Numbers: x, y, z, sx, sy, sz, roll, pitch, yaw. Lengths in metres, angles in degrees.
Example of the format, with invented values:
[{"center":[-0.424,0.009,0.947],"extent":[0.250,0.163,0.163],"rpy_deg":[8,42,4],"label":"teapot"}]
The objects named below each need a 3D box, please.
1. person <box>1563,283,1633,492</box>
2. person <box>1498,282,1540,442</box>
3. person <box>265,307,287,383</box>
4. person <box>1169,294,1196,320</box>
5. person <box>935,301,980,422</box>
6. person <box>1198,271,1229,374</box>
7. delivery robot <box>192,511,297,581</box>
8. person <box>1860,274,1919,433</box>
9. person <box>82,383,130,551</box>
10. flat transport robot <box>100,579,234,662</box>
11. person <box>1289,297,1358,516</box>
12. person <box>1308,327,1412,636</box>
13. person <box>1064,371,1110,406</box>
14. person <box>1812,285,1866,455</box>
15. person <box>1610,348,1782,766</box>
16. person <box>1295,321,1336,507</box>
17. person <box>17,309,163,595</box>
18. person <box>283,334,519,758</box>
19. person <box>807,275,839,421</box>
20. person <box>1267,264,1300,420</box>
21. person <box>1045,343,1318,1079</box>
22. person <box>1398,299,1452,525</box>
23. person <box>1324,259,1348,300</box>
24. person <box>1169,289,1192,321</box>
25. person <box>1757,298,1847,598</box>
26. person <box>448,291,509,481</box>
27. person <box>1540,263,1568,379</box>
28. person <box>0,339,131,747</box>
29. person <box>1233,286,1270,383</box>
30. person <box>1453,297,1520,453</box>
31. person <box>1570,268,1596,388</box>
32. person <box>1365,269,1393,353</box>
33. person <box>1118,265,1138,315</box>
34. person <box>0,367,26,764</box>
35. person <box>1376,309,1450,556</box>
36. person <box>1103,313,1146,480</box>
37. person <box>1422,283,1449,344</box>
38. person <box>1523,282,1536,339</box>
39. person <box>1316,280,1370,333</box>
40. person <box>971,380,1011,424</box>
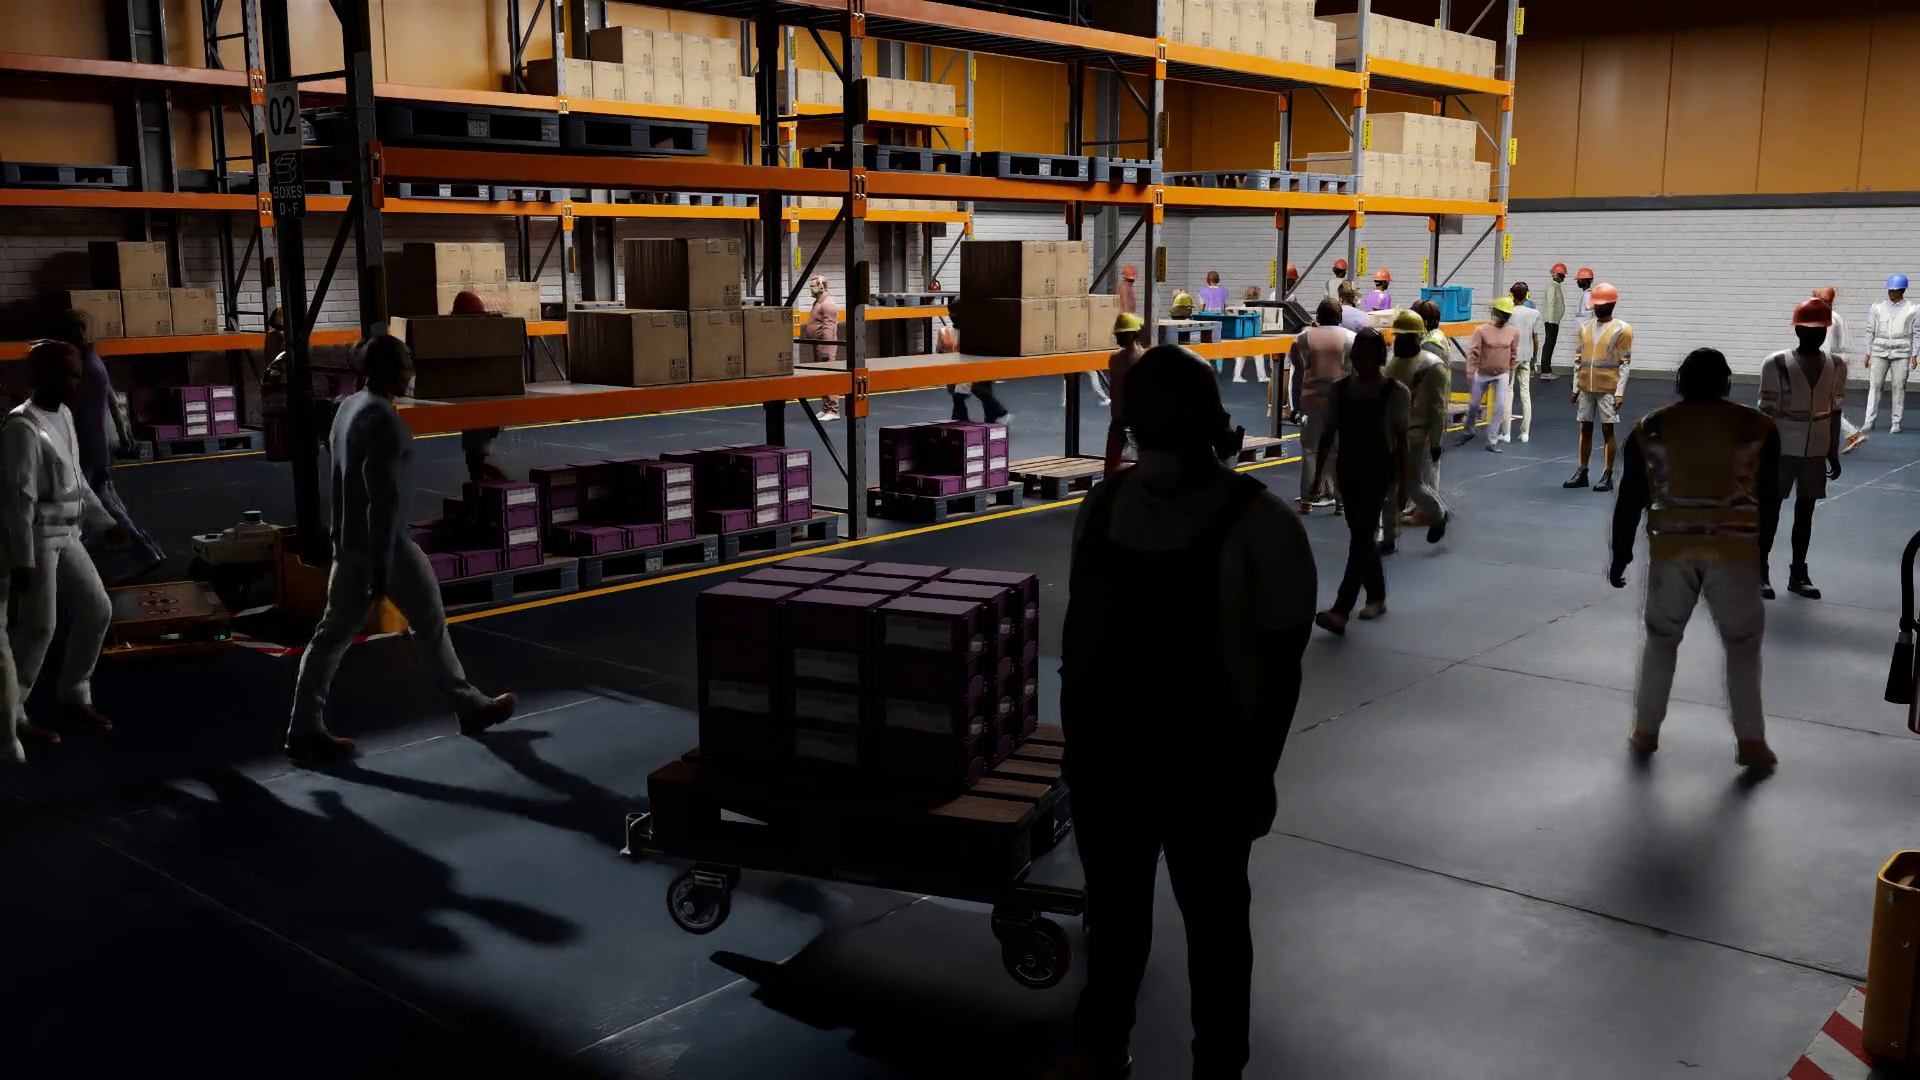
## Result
[{"center":[5.945,-1.419,15.486],"extent":[0.358,1.937,0.544],"rpy_deg":[-8,13,-39],"label":"person"},{"center":[6.475,-2.067,19.381],"extent":[0.514,1.865,0.329],"rpy_deg":[0,10,-3],"label":"person"},{"center":[-7.277,-1.690,17.913],"extent":[0.496,1.629,0.277],"rpy_deg":[7,12,34],"label":"person"},{"center":[2.505,-1.920,18.901],"extent":[0.314,1.739,0.485],"rpy_deg":[-7,12,-33],"label":"person"},{"center":[-0.037,-1.960,19.378],"extent":[0.545,1.646,0.891],"rpy_deg":[5,11,26],"label":"person"},{"center":[4.511,-3.863,29.665],"extent":[0.572,1.841,0.373],"rpy_deg":[-2,10,-12],"label":"person"},{"center":[-4.556,0.055,10.757],"extent":[0.707,0.478,0.477],"rpy_deg":[-8,13,-37],"label":"delivery robot"},{"center":[11.385,-2.273,20.324],"extent":[0.607,1.943,0.403],"rpy_deg":[8,13,38],"label":"person"},{"center":[-6.399,-0.688,12.258],"extent":[0.530,1.593,0.571],"rpy_deg":[0,10,-1],"label":"person"},{"center":[-4.656,0.439,9.642],"extent":[0.652,0.197,1.431],"rpy_deg":[-6,11,-29],"label":"flat transport robot"},{"center":[3.102,-1.123,14.076],"extent":[0.633,1.839,0.429],"rpy_deg":[3,10,15],"label":"person"},{"center":[2.364,-0.353,9.838],"extent":[0.516,1.789,1.005],"rpy_deg":[9,13,41],"label":"person"},{"center":[1.855,-2.677,23.594],"extent":[0.819,1.592,0.519],"rpy_deg":[-1,10,-3],"label":"person"},{"center":[9.288,-1.769,17.669],"extent":[0.564,1.865,0.620],"rpy_deg":[7,12,36],"label":"person"},{"center":[3.262,0.081,7.290],"extent":[0.781,1.820,0.531],"rpy_deg":[6,11,29],"label":"person"},{"center":[3.175,-1.113,14.587],"extent":[0.306,1.639,0.523],"rpy_deg":[-3,10,-15],"label":"person"},{"center":[-5.811,-0.596,11.039],"extent":[0.886,1.879,0.655],"rpy_deg":[-6,12,-30],"label":"person"},{"center":[-2.591,0.025,7.461],"extent":[1.070,1.880,0.617],"rpy_deg":[-9,14,-43],"label":"person"},{"center":[-1.816,-2.515,21.848],"extent":[0.400,1.900,0.646],"rpy_deg":[-3,10,-17],"label":"person"},{"center":[4.275,-2.595,21.875],"extent":[0.373,2.043,0.614],"rpy_deg":[-4,11,-22],"label":"person"},{"center":[0.504,0.510,4.201],"extent":[0.678,2.000,0.537],"rpy_deg":[7,12,36],"label":"person"},{"center":[3.785,-1.041,13.609],"extent":[0.429,1.839,0.634],"rpy_deg":[2,10,13],"label":"person"},{"center":[6.966,-4.122,30.555],"extent":[0.364,2.048,0.608],"rpy_deg":[-9,13,-41],"label":"person"},{"center":[3.282,-2.919,24.860],"extent":[0.308,1.645,0.514],"rpy_deg":[9,13,40],"label":"person"},{"center":[5.417,-0.585,10.730],"extent":[0.542,1.939,0.368],"rpy_deg":[1,10,3],"label":"person"},{"center":[-3.803,-1.026,13.297],"extent":[0.503,1.919,0.560],"rpy_deg":[-8,13,-40],"label":"person"},{"center":[10.272,-3.777,28.748],"extent":[0.390,1.990,0.623],"rpy_deg":[5,11,26],"label":"person"},{"center":[-4.181,0.008,7.642],"extent":[0.582,1.844,0.612],"rpy_deg":[-2,10,-9],"label":"person"},{"center":[4.928,-3.419,27.791],"extent":[0.755,1.605,0.541],"rpy_deg":[-2,10,-9],"label":"person"},{"center":[5.904,-1.848,18.537],"extent":[0.558,1.731,0.710],"rpy_deg":[1,10,5],"label":"person"},{"center":[10.000,-3.387,26.685],"extent":[0.376,1.936,0.549],"rpy_deg":[4,11,20],"label":"person"},{"center":[6.379,-3.141,25.285],"extent":[0.357,1.938,0.545],"rpy_deg":[-5,11,-25],"label":"person"},{"center":[3.089,-4.095,30.736],"extent":[0.388,1.948,0.768],"rpy_deg":[2,10,9],"label":"person"},{"center":[-4.421,0.064,7.409],"extent":[0.581,1.805,0.835],"rpy_deg":[-10,14,-43],"label":"person"},{"center":[3.316,-0.790,12.255],"extent":[0.630,1.815,0.598],"rpy_deg":[-7,12,-35],"label":"person"},{"center":[1.432,-1.039,13.936],"extent":[0.535,1.720,0.900],"rpy_deg":[9,13,42],"label":"person"},{"center":[7.153,-3.038,25.279],"extent":[0.581,1.720,0.753],"rpy_deg":[1,10,3],"label":"person"},{"center":[9.268,-3.429,27.610],"extent":[0.541,1.696,0.315],"rpy_deg":[0,10,2],"label":"person"},{"center":[3.897,-1.677,16.961],"extent":[0.375,1.934,0.628],"rpy_deg":[-9,13,-41],"label":"person"},{"center":[0.320,-2.230,20.212],"extent":[0.441,1.904,0.596],"rpy_deg":[1,10,4],"label":"person"}]
